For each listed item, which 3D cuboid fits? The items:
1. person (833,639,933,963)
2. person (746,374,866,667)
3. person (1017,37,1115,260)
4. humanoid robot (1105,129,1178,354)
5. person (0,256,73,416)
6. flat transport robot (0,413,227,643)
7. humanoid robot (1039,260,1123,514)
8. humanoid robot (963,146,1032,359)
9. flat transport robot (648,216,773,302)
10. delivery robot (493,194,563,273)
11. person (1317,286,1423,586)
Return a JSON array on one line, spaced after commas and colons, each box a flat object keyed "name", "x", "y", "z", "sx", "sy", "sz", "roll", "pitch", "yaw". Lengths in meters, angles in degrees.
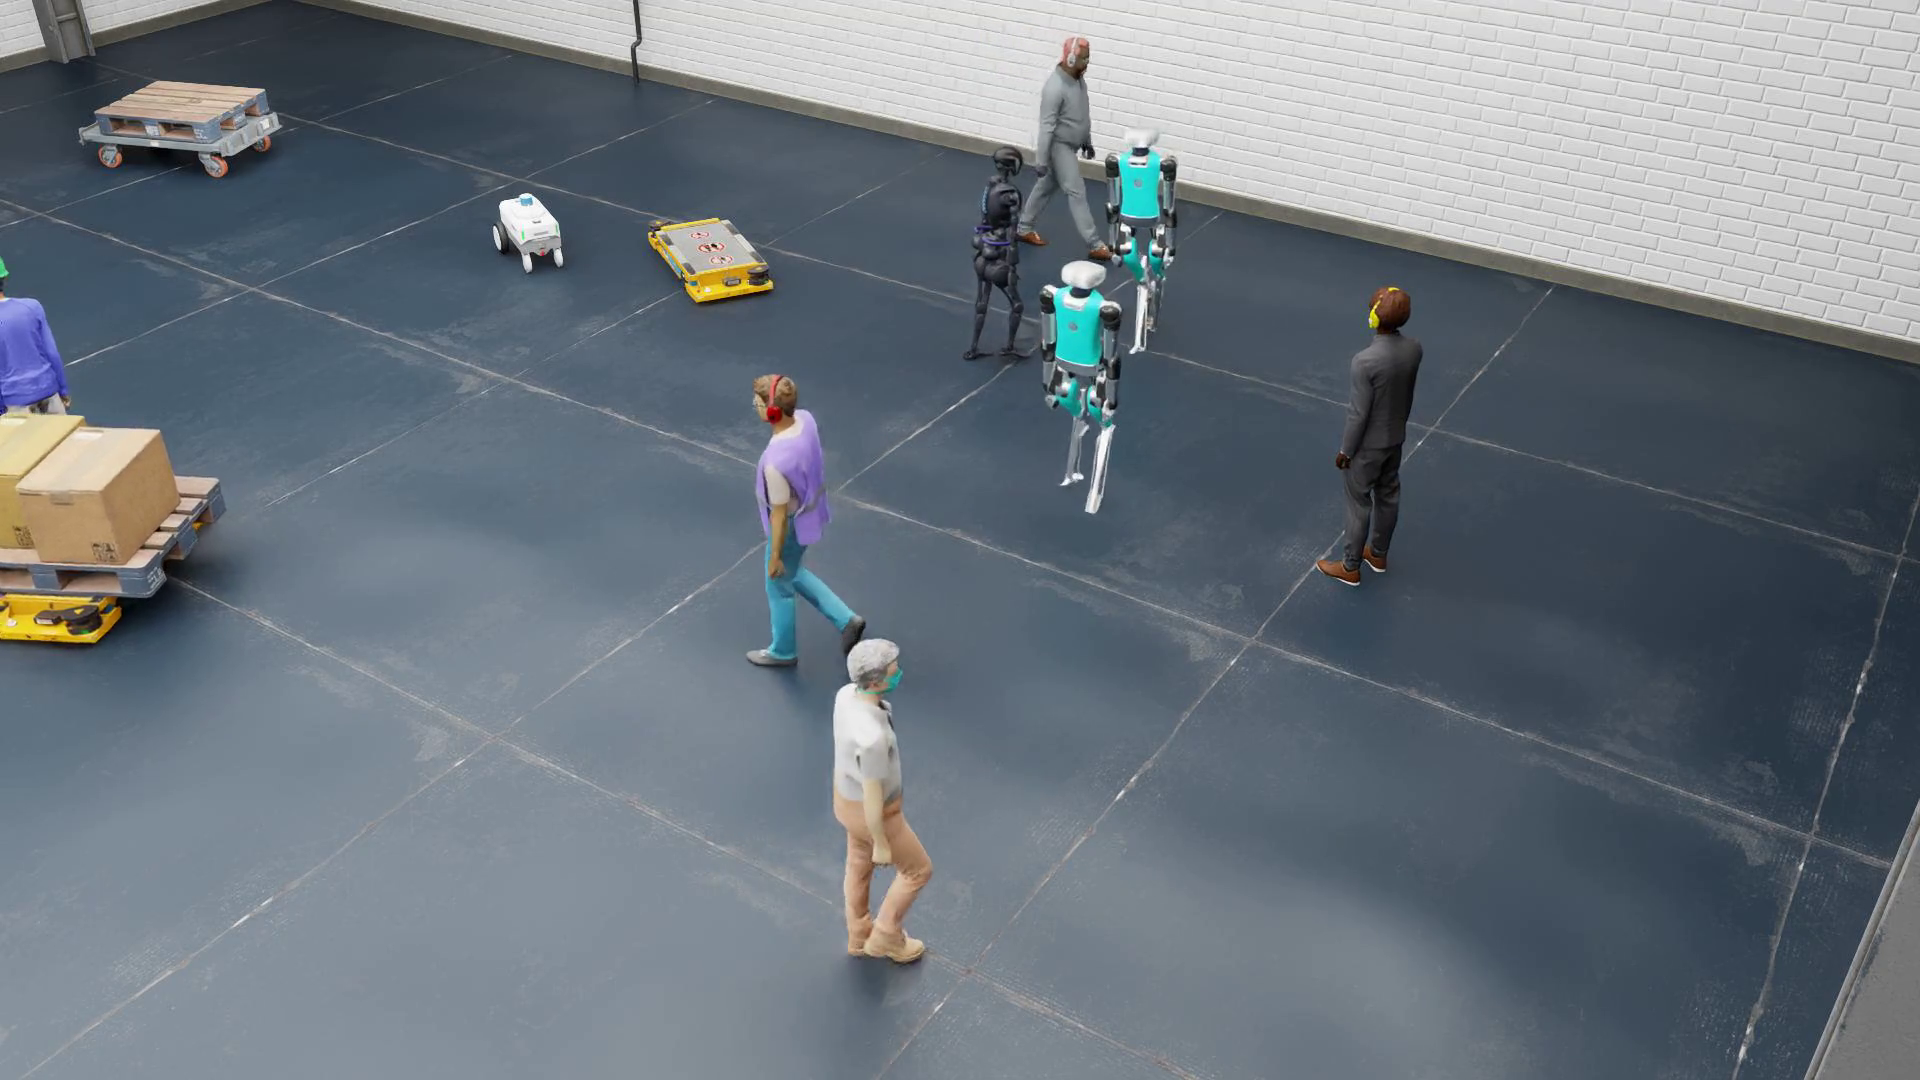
[{"name": "person", "x": -0.310, "y": 1.134, "z": 7.132, "sx": 0.466, "sy": 1.735, "sz": 0.507, "roll": -11, "pitch": 34, "yaw": -16}, {"name": "person", "x": -0.878, "y": -0.061, "z": 8.905, "sx": 0.600, "sy": 1.829, "sz": 0.579, "roll": 7, "pitch": 33, "yaw": 11}, {"name": "person", "x": 0.906, "y": -3.279, "z": 13.901, "sx": 1.018, "sy": 1.840, "sz": 0.645, "roll": 10, "pitch": 34, "yaw": 16}, {"name": "humanoid robot", "x": 1.409, "y": -2.287, "z": 12.515, "sx": 0.576, "sy": 1.816, "sz": 0.815, "roll": 10, "pitch": 34, "yaw": 15}, {"name": "person", "x": -5.709, "y": -0.897, "z": 10.185, "sx": 0.387, "sy": 1.865, "sz": 0.475, "roll": 23, "pitch": 39, "yaw": 32}, {"name": "flat transport robot", "x": -5.191, "y": 0.133, "z": 10.049, "sx": 0.659, "sy": 0.231, "sz": 1.431, "roll": 2, "pitch": 33, "yaw": 4}, {"name": "humanoid robot", "x": 0.849, "y": -0.993, "z": 10.471, "sx": 0.541, "sy": 1.799, "sz": 0.816, "roll": 17, "pitch": 37, "yaw": 25}, {"name": "humanoid robot", "x": 0.270, "y": -2.103, "z": 12.237, "sx": 0.525, "sy": 1.639, "sz": 0.592, "roll": -12, "pitch": 35, "yaw": -18}, {"name": "flat transport robot", "x": -2.112, "y": -2.384, "z": 13.966, "sx": 0.659, "sy": 0.231, "sz": 1.431, "roll": -14, "pitch": 35, "yaw": -20}, {"name": "delivery robot", "x": -3.641, "y": -2.642, "z": 14.091, "sx": 0.499, "sy": 0.581, "sz": 0.774, "roll": -16, "pitch": 36, "yaw": -23}, {"name": "person", "x": 2.405, "y": -0.592, "z": 9.695, "sx": 0.492, "sy": 1.875, "sz": 0.362, "roll": -19, "pitch": 37, "yaw": -26}]
